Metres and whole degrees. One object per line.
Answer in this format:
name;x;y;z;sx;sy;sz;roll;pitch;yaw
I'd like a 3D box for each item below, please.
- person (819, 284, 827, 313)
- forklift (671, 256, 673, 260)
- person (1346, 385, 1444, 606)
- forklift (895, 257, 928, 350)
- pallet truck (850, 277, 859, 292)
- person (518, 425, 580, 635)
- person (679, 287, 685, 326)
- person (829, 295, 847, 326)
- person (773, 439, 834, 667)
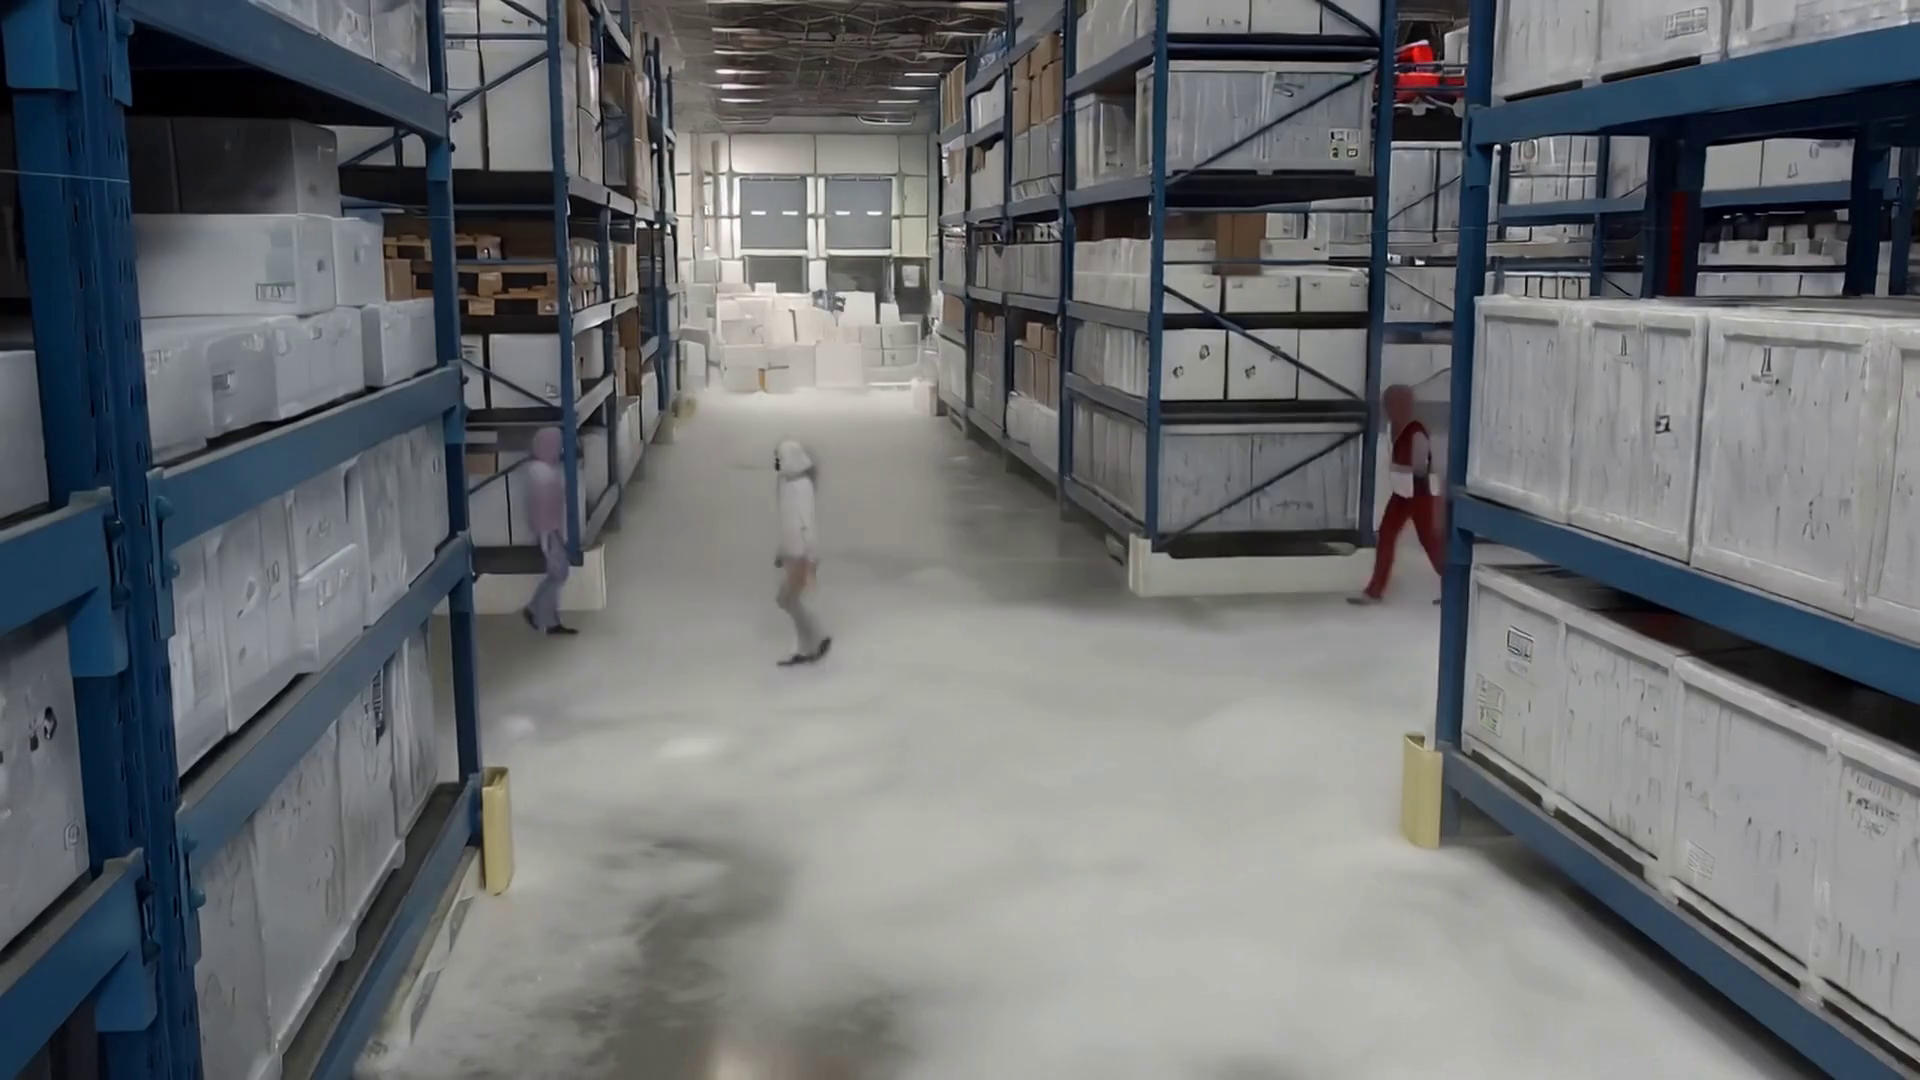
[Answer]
person;-5.846;-10.114;71.097;0.369;1.627;0.522;-2;10;-12
forklift;-11.330;-9.537;64.090;1.129;2.768;1.873;-1;10;-7
person;3.727;-0.353;13.659;0.971;1.850;0.631;-2;10;-13
forklift;-1.494;-7.211;50.544;1.129;2.768;1.873;1;10;7
pallet truck;-3.782;-9.391;65.808;1.885;1.965;0.823;2;10;10
person;-3.086;-0.060;12.546;0.361;1.621;0.517;0;10;-3
person;-9.602;-7.703;56.348;0.984;1.889;0.650;-5;11;-28
person;-2.861;-4.683;38.455;0.625;1.973;0.630;5;11;28
person;-1.159;0.103;11.615;0.353;1.622;0.510;-4;11;-22
